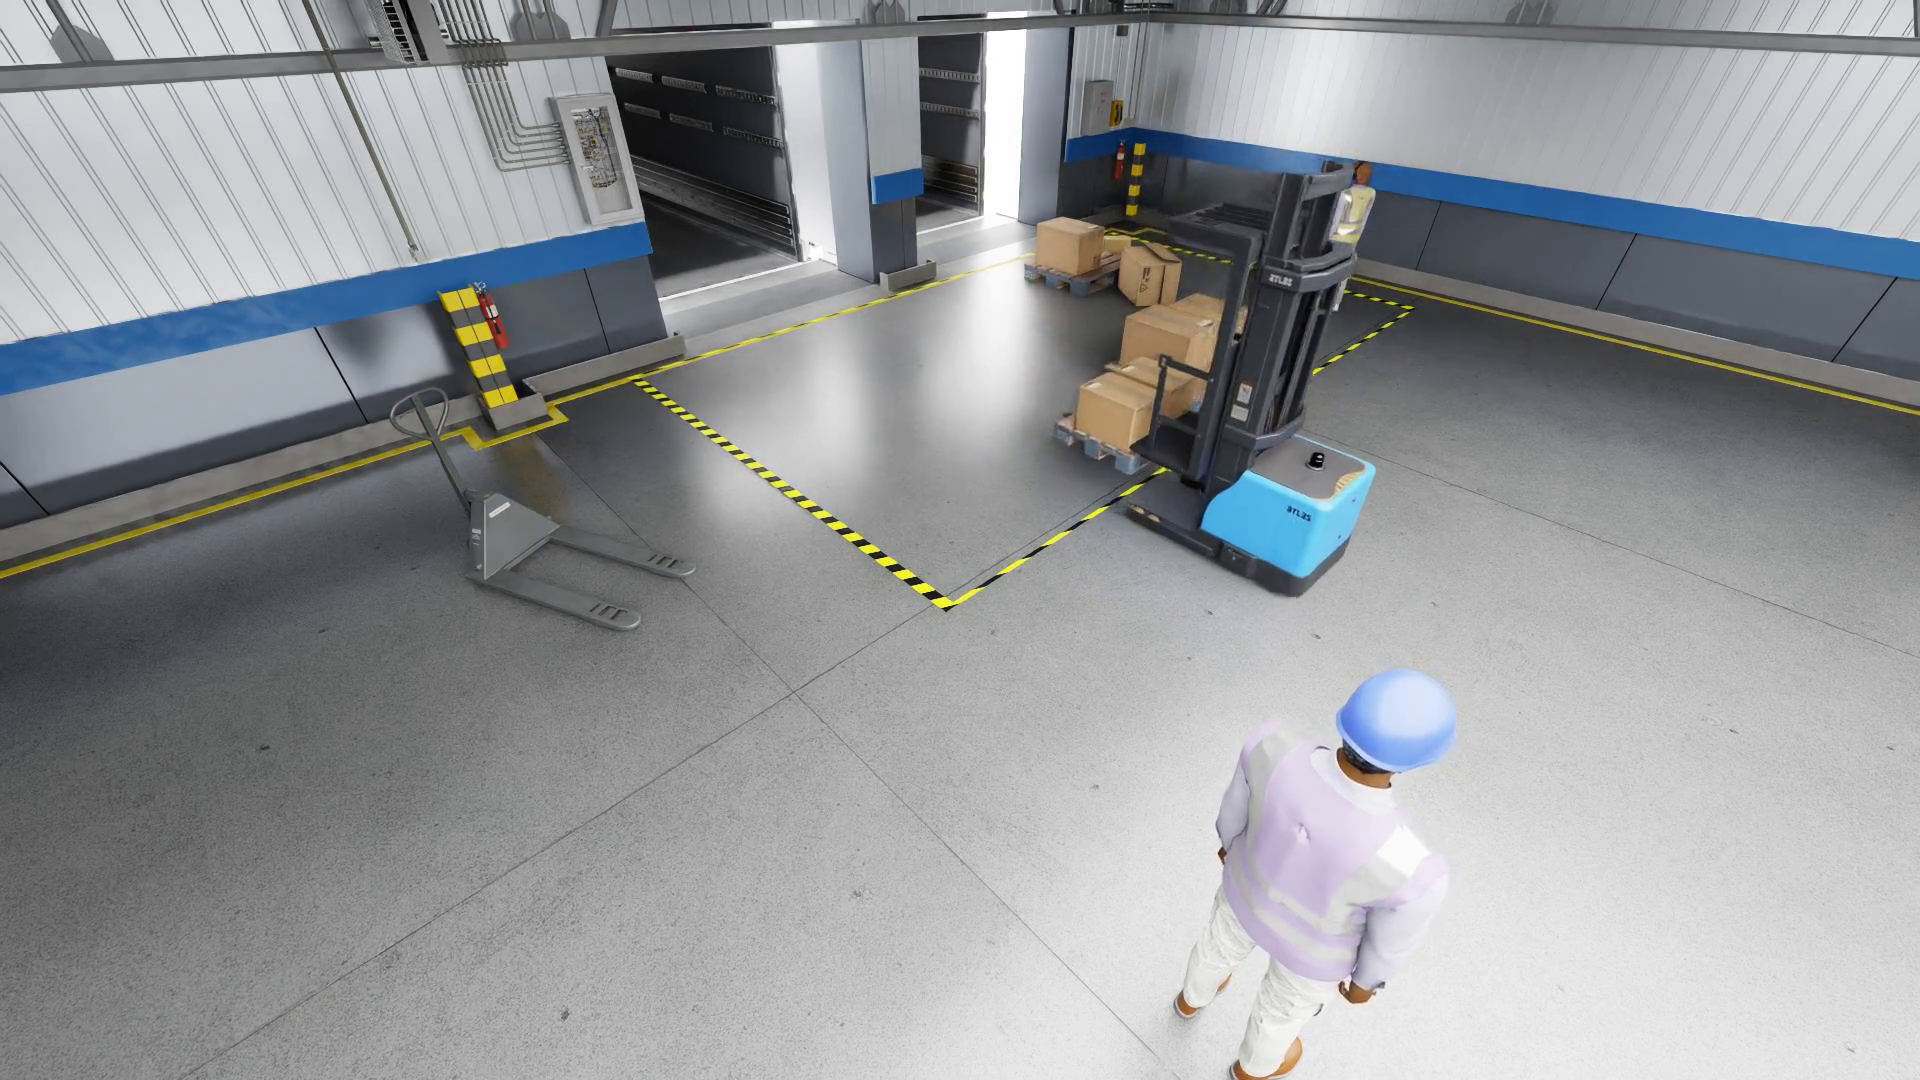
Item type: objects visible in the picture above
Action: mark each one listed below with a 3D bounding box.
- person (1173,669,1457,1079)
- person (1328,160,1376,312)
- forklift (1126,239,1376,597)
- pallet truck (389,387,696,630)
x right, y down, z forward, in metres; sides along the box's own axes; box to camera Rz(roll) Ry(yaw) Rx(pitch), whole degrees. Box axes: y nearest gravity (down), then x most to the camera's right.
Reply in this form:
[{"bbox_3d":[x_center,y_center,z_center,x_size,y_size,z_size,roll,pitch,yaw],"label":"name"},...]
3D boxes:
[{"bbox_3d":[1.027,1.112,2.253,0.389,1.949,0.601,-20,42,-24],"label":"person"},{"bbox_3d":[4.352,-3.410,8.356,0.522,1.638,0.307,-13,39,-16],"label":"person"},{"bbox_3d":[2.102,-0.720,4.549,0.716,2.013,0.776,-30,47,-33],"label":"forklift"},{"bbox_3d":[-2.613,-0.247,4.593,1.601,1.201,0.680,14,40,17],"label":"pallet truck"}]
